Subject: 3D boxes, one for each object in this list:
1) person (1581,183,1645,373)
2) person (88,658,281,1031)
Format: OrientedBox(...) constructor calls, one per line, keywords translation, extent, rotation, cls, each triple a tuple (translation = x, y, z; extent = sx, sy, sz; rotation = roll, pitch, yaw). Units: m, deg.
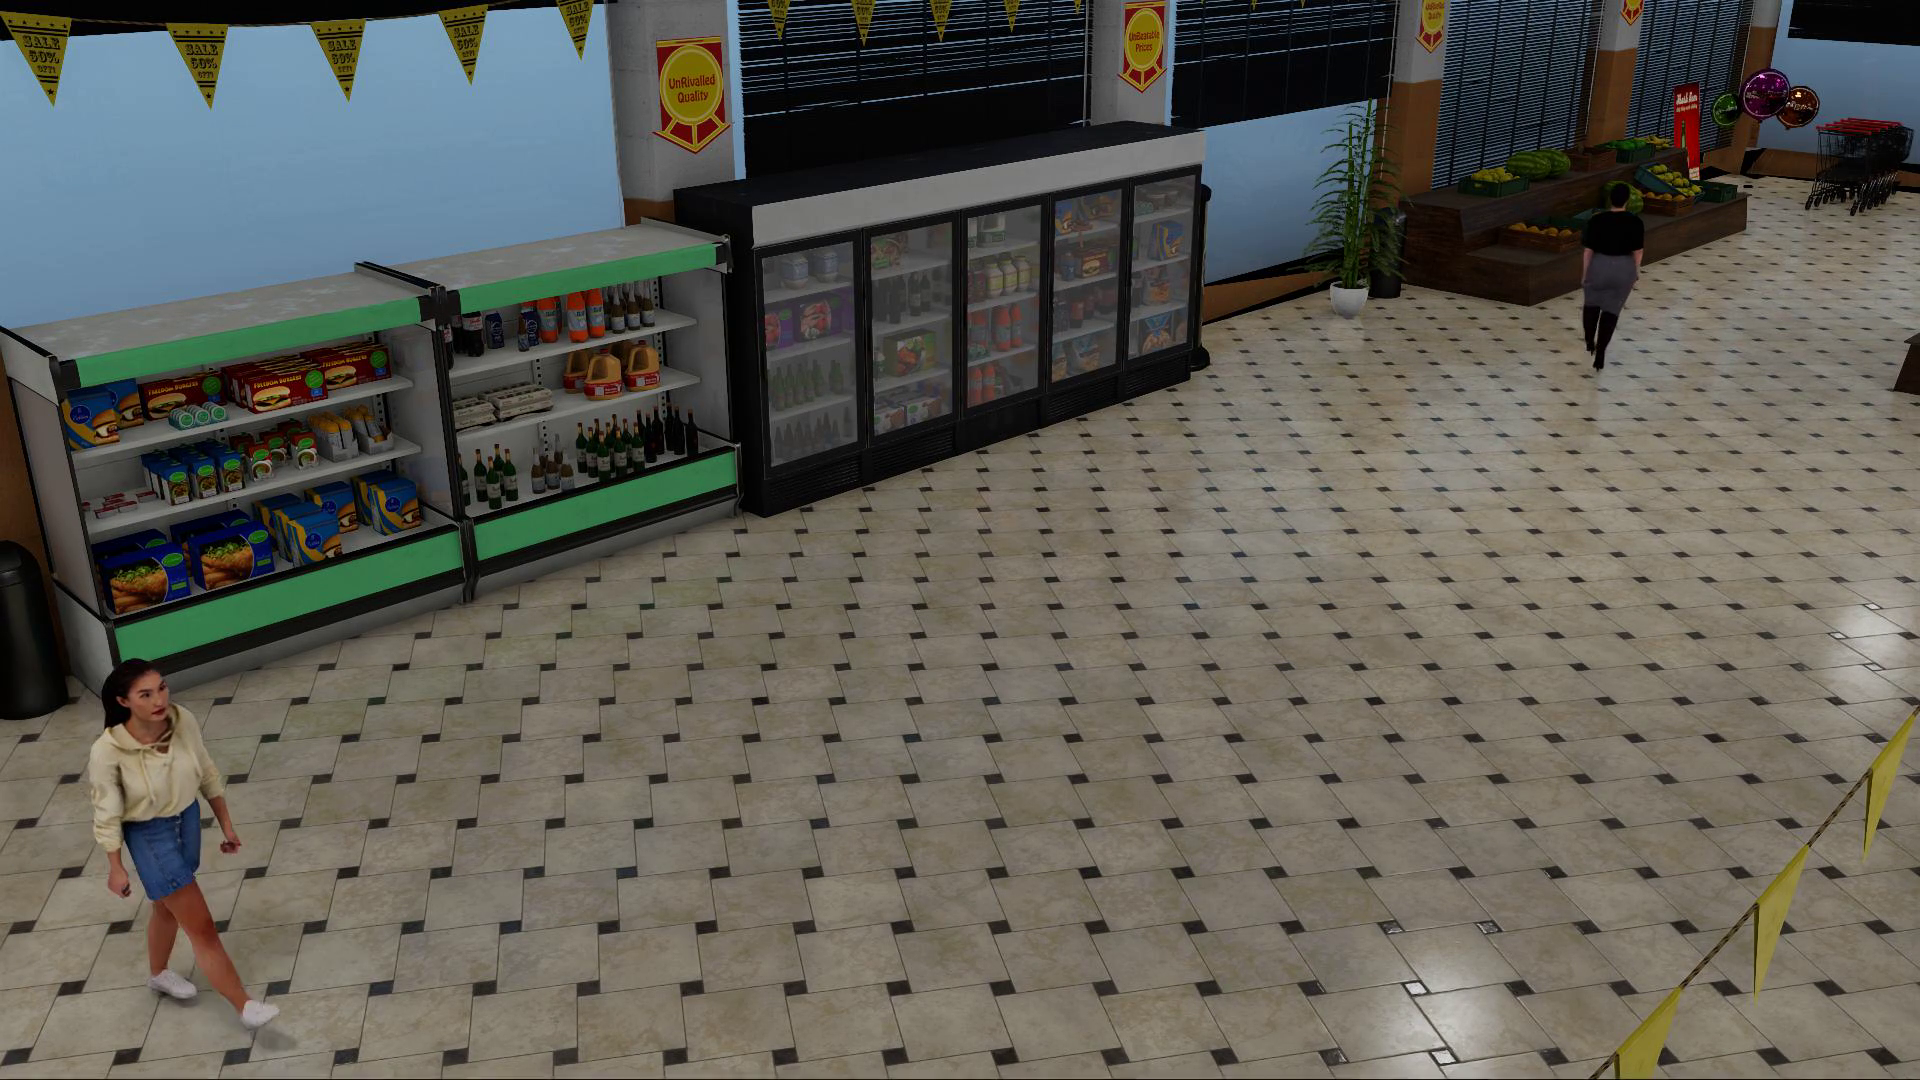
OrientedBox(translation=(6.084, -2.435, 15.616), extent=(0.806, 1.729, 1.015), rotation=(13, 25, 29), cls="person")
OrientedBox(translation=(-3.256, 1.216, 6.714), extent=(0.956, 1.591, 1.088), rotation=(10, 24, 23), cls="person")
